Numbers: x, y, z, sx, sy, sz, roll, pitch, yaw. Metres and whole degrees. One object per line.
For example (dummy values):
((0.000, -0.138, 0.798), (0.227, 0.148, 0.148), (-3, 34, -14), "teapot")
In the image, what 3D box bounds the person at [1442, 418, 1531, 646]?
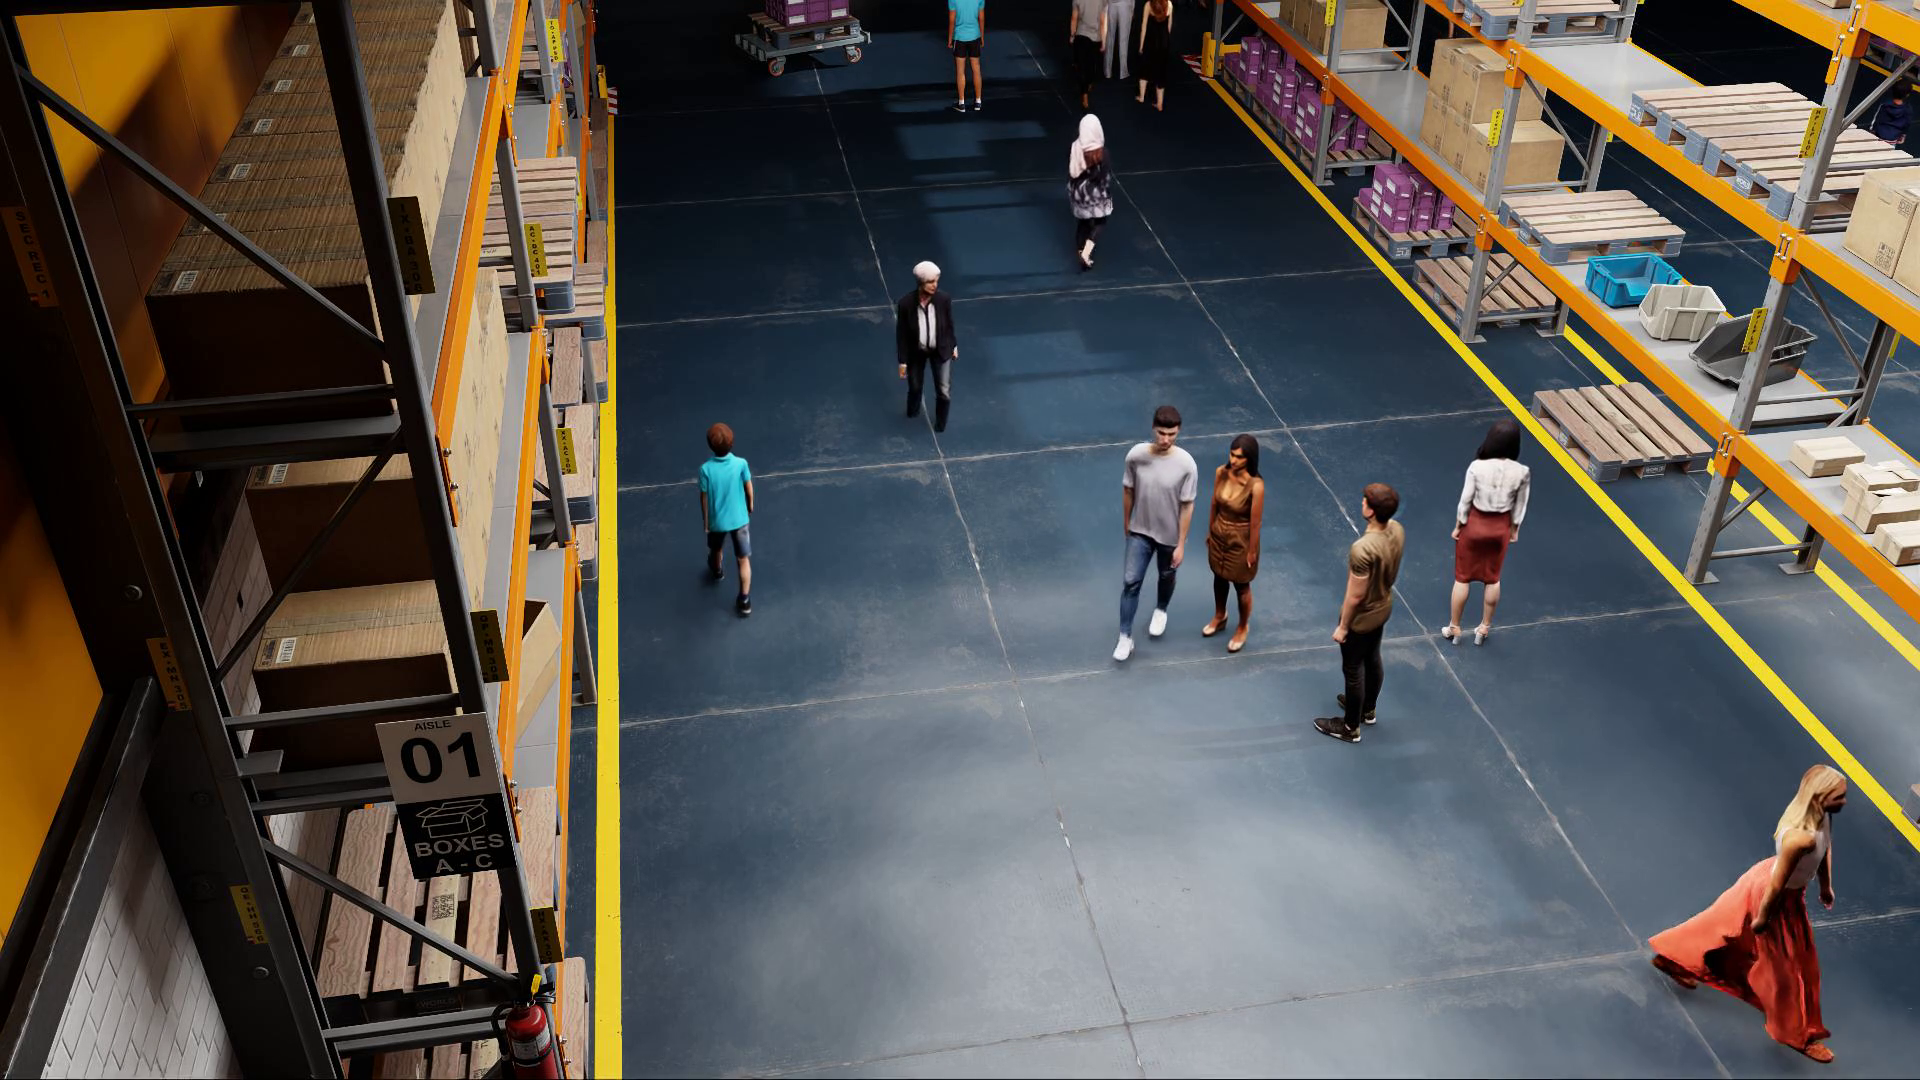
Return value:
((3.570, -0.039, 11.328), (0.649, 1.749, 0.590), (2, 34, 3), "person")

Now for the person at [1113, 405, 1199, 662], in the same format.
((1.381, -0.126, 11.362), (0.926, 1.856, 1.091), (10, 35, 14), "person")

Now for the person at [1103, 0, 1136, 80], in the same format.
((2.053, -6.897, 21.622), (0.673, 1.775, 0.678), (9, 35, 13), "person")

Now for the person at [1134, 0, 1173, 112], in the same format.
((2.450, -6.111, 20.596), (0.675, 1.603, 0.767), (-9, 35, -13), "person")

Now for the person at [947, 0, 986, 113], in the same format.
((0.085, -6.206, 20.585), (0.630, 1.773, 0.517), (-8, 34, -12), "person")

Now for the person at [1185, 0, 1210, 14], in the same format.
((3.438, -8.453, 23.900), (0.942, 1.845, 0.934), (-28, 43, -35), "person")

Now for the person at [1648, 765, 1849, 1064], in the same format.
((4.100, 1.806, 8.548), (1.281, 1.755, 1.184), (24, 41, 32), "person")

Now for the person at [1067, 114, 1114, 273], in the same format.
((1.246, -3.397, 16.488), (0.811, 1.631, 0.871), (19, 38, 26), "person")

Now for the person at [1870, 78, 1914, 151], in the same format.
((10.383, -4.555, 18.598), (0.625, 1.222, 0.656), (10, 35, 15), "person")

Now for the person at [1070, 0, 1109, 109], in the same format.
((1.588, -6.205, 20.673), (0.798, 1.673, 1.168), (2, 34, 2), "person")

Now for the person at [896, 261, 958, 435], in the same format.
((-0.249, -1.579, 13.980), (0.934, 1.759, 0.796), (5, 34, 7), "person")

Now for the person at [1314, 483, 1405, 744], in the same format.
((2.558, 0.454, 10.494), (0.781, 1.851, 0.748), (26, 41, 33), "person")

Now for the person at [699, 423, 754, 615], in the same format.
((-1.627, -0.122, 11.755), (0.583, 1.415, 0.925), (-9, 35, -13), "person")

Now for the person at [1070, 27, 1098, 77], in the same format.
((1.676, -6.670, 21.773), (0.549, 1.231, 0.845), (-10, 35, -15), "person")

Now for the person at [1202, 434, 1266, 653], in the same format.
((1.866, 0.012, 11.310), (0.701, 1.683, 0.603), (-27, 42, -34), "person")
